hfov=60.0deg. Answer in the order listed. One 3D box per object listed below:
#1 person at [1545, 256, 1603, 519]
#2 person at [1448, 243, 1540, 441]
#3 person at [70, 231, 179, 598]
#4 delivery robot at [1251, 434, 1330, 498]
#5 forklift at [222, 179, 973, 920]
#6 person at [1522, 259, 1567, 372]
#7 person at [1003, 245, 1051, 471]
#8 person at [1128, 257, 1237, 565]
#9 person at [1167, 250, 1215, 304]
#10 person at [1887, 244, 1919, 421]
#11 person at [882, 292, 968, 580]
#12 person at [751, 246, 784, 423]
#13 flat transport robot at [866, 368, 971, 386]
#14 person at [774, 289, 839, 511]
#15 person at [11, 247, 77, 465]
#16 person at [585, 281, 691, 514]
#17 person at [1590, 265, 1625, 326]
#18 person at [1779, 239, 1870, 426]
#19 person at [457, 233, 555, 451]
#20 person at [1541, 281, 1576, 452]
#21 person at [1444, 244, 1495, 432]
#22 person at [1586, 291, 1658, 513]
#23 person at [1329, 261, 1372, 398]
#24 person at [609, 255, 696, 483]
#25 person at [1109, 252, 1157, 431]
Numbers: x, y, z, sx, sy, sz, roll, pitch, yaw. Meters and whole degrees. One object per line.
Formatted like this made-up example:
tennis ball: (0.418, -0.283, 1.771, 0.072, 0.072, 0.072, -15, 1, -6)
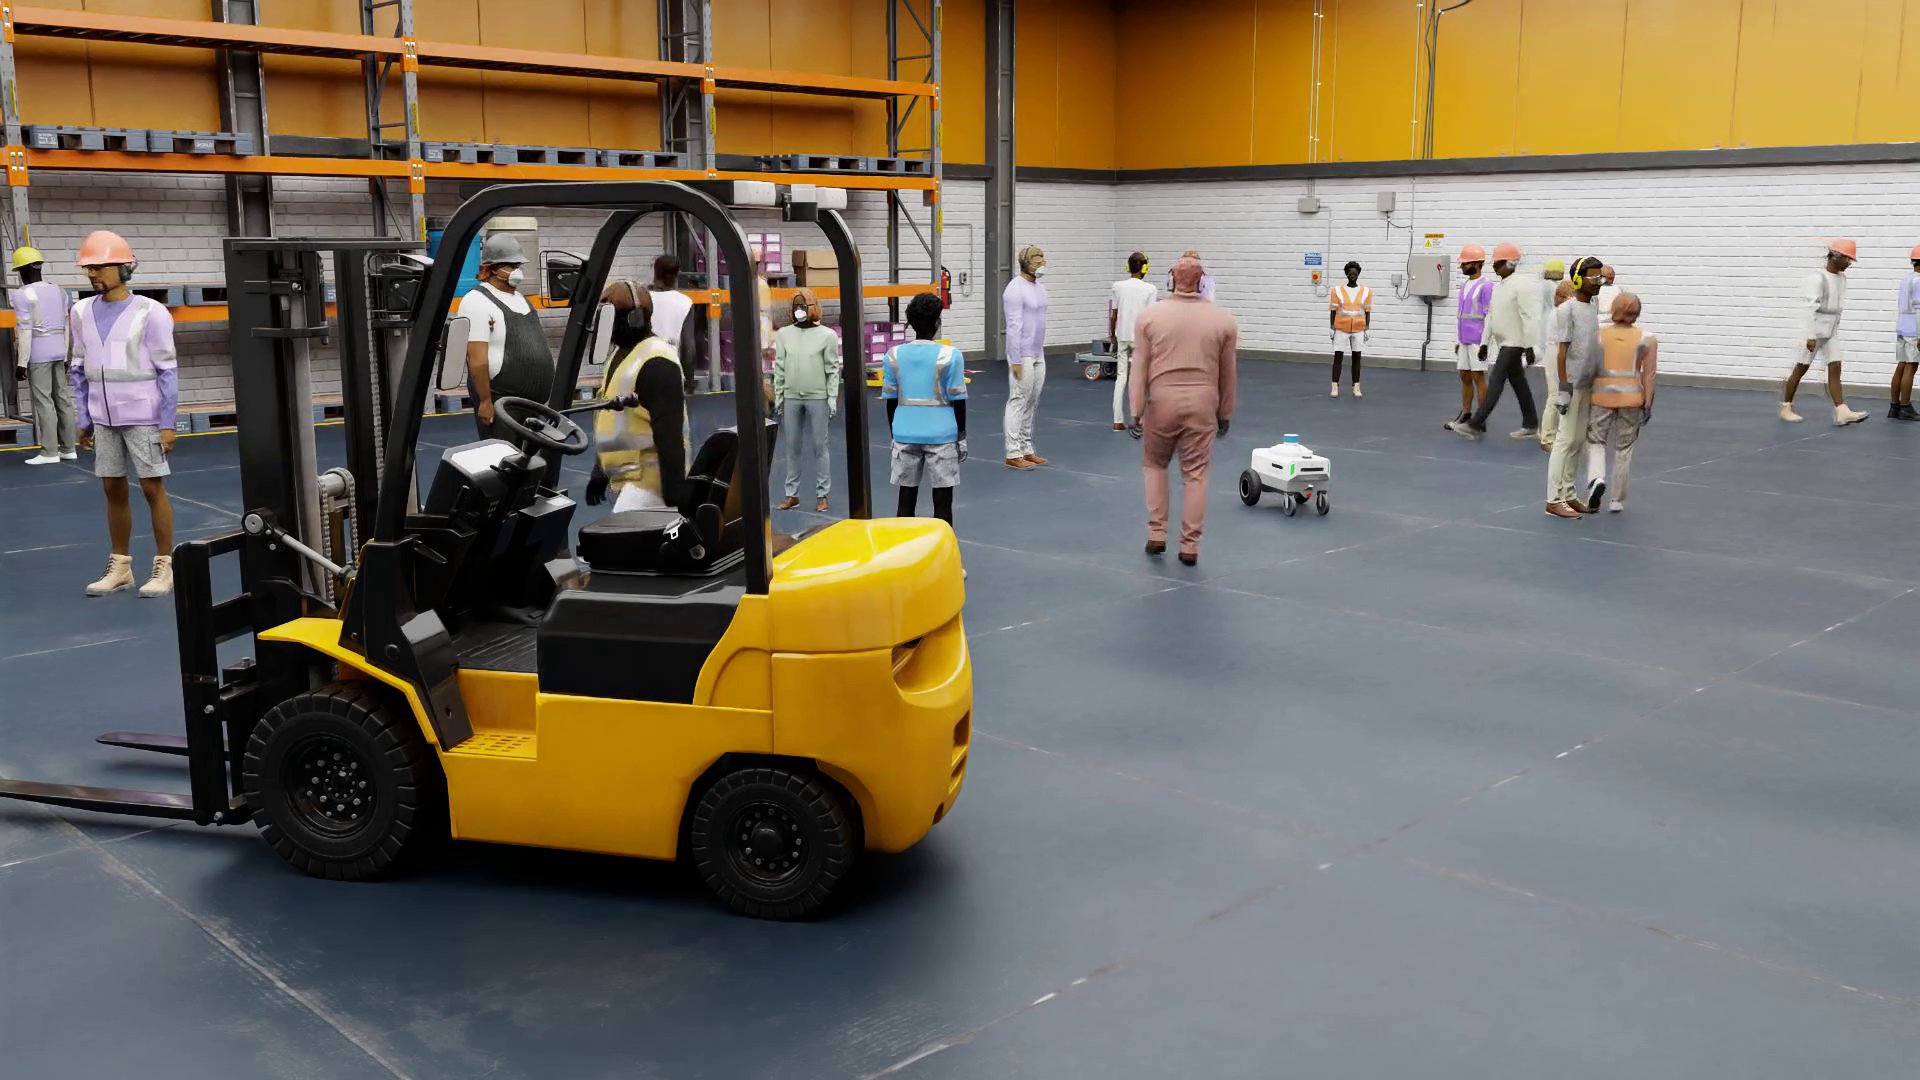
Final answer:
person: (4.461, -1.096, 11.987, 0.321, 1.871, 0.532, 10, 14, 43)
person: (5.325, -1.942, 16.398, 1.033, 1.933, 0.647, -1, 10, -4)
person: (-4.666, -0.687, 9.282, 0.609, 2.044, 0.393, 2, 11, 10)
delivery robot: (2.437, -0.537, 12.272, 0.477, 0.478, 0.707, -3, 11, -15)
forklift: (-1.114, -0.058, 5.440, 2.313, 2.155, 1.214, 2, 11, 13)
person: (7.735, -2.860, 22.008, 0.753, 1.718, 0.485, 2, 11, 13)
person: (0.588, -1.577, 14.432, 0.373, 1.936, 0.645, 5, 11, 25)
person: (1.374, -0.807, 10.360, 0.690, 1.880, 0.647, 0, 10, -1)
person: (2.638, -2.382, 19.058, 0.563, 1.847, 0.388, -1, 10, -7)
person: (10.481, -2.280, 18.253, 0.361, 1.940, 0.543, 2, 11, 9)
person: (-0.193, -0.586, 9.672, 0.534, 1.699, 0.318, 4, 11, 22)
person: (-2.116, -2.074, 17.202, 0.457, 1.921, 0.547, -3, 11, -17)
flat transport robot: (-0.633, -2.219, 22.471, 1.431, 0.197, 0.652, -3, 11, -17)
person: (-1.133, -1.023, 12.233, 0.498, 1.634, 0.281, 3, 11, 14)
person: (-8.136, -1.623, 14.731, 0.379, 1.918, 0.585, 2, 11, 11)
person: (-1.540, -0.262, 7.599, 0.896, 1.805, 0.627, -4, 11, -22)
person: (8.158, -2.651, 21.088, 0.515, 1.641, 0.314, 1, 10, 8)
person: (9.244, -2.197, 17.691, 0.683, 1.966, 1.013, -5, 12, -27)
person: (-2.872, -0.948, 10.712, 0.538, 2.000, 0.684, 3, 11, 14)
person: (5.655, -1.625, 15.608, 0.354, 1.601, 0.651, 8, 13, 38)
person: (5.257, -2.067, 17.110, 0.374, 1.931, 0.548, -3, 11, -15)
person: (4.740, -0.978, 12.013, 0.530, 1.623, 0.499, 4, 11, 22)
person: (4.872, -2.624, 20.792, 0.532, 1.696, 0.318, 1, 10, 4)
person: (-2.517, -1.367, 13.479, 0.759, 1.868, 0.392, -2, 11, -9)
person: (1.785, -2.031, 17.146, 0.530, 1.854, 0.333, 5, 12, 26)
